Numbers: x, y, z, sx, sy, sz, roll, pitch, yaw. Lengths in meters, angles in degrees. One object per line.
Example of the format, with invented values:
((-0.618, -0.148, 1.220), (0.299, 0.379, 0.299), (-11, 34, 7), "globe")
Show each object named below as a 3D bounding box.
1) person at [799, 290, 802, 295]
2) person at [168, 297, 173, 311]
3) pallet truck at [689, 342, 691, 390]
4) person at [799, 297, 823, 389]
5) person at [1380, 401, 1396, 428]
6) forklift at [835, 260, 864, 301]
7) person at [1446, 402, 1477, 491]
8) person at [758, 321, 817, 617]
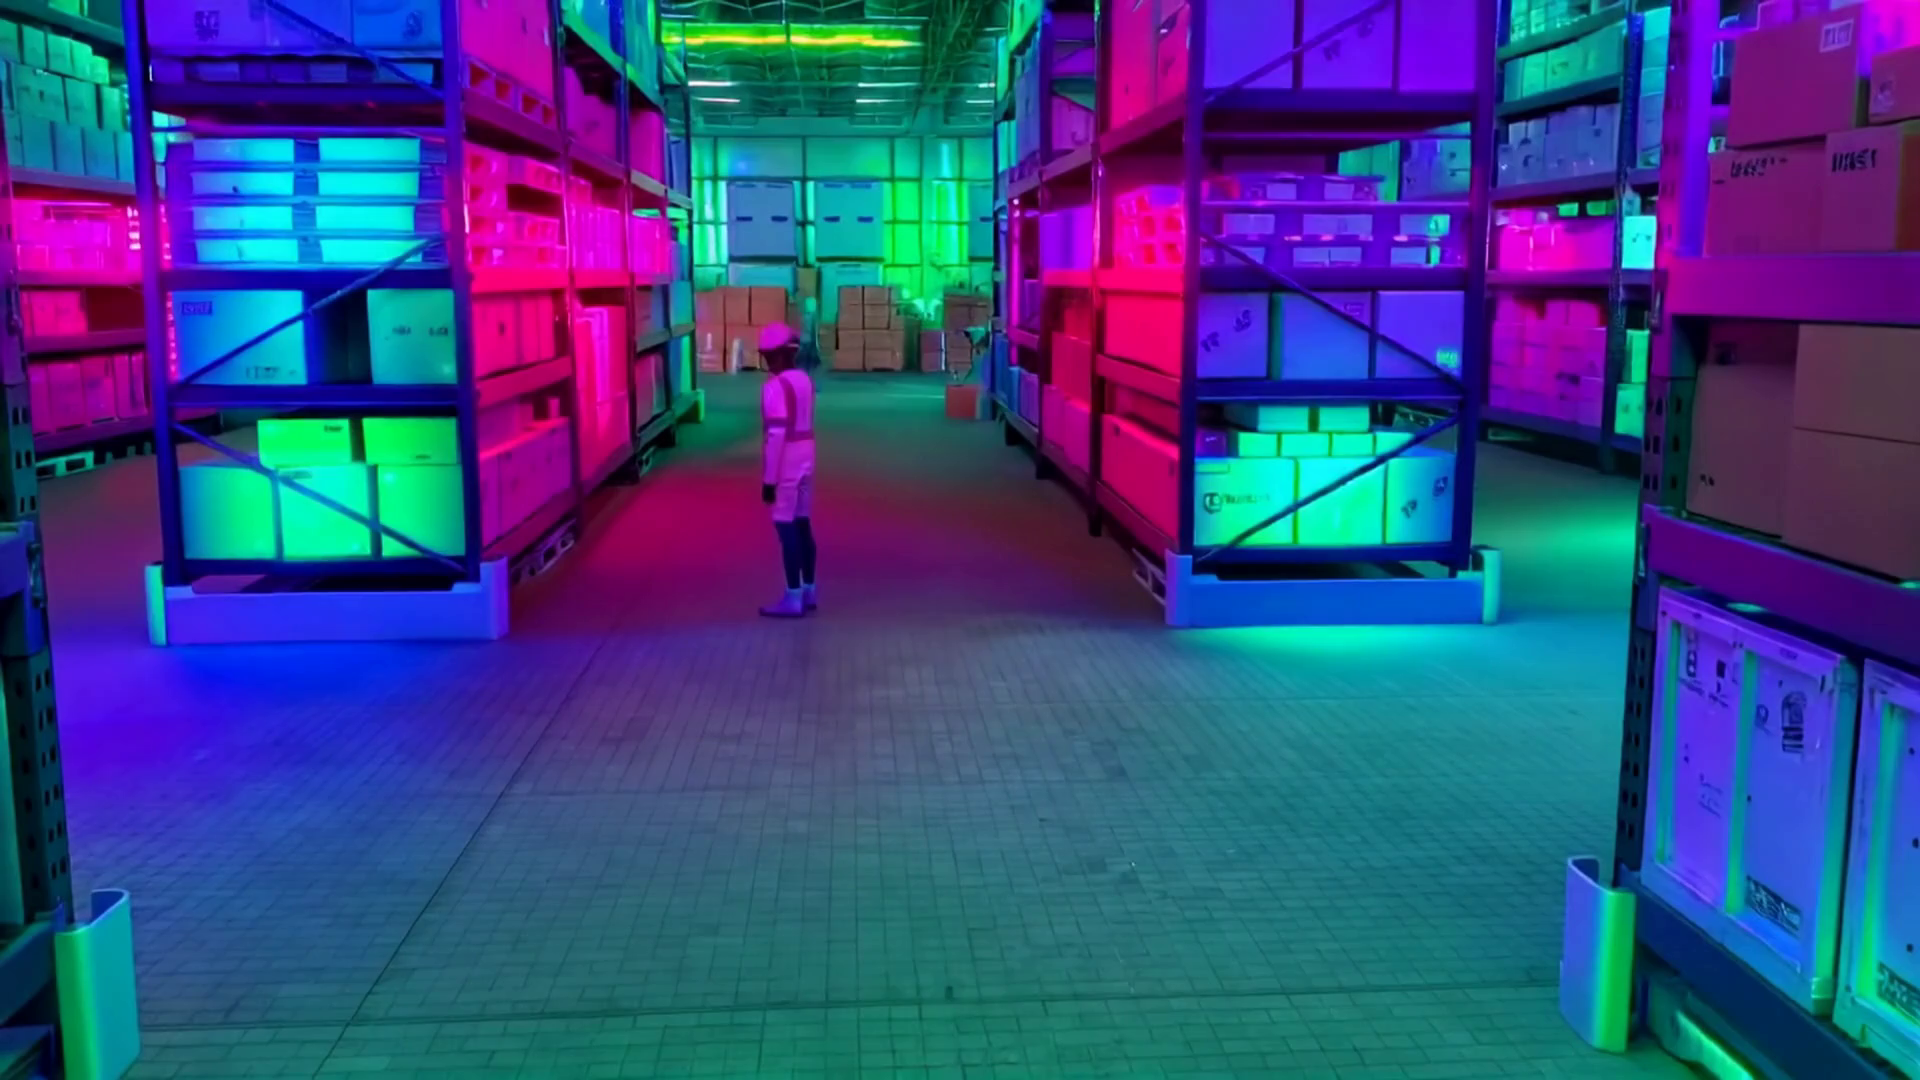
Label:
((-5.351, -7.122, 53.655), (0.983, 1.905, 0.646), (-3, 9, -17), "person")
((-29.166, -8.472, 62.020), (0.628, 1.941, 1.055), (-8, 12, -41), "person")
((-5.225, -3.008, 27.480), (1.885, 1.965, 0.823), (2, 9, 14), "pallet truck")
((-3.075, -4.053, 34.327), (0.445, 1.903, 0.630), (-4, 10, -24), "person")
((6.205, -2.418, 23.997), (0.619, 1.940, 1.056), (0, 9, -1), "person")
((-3.484, -7.453, 52.630), (1.129, 2.768, 1.873), (-1, 9, -4), "forklift")
((5.505, -1.360, 18.257), (0.308, 1.639, 0.510), (0, 9, -3), "person")
((-1.214, -0.483, 11.495), (0.395, 2.040, 0.609), (3, 10, 20), "person")
